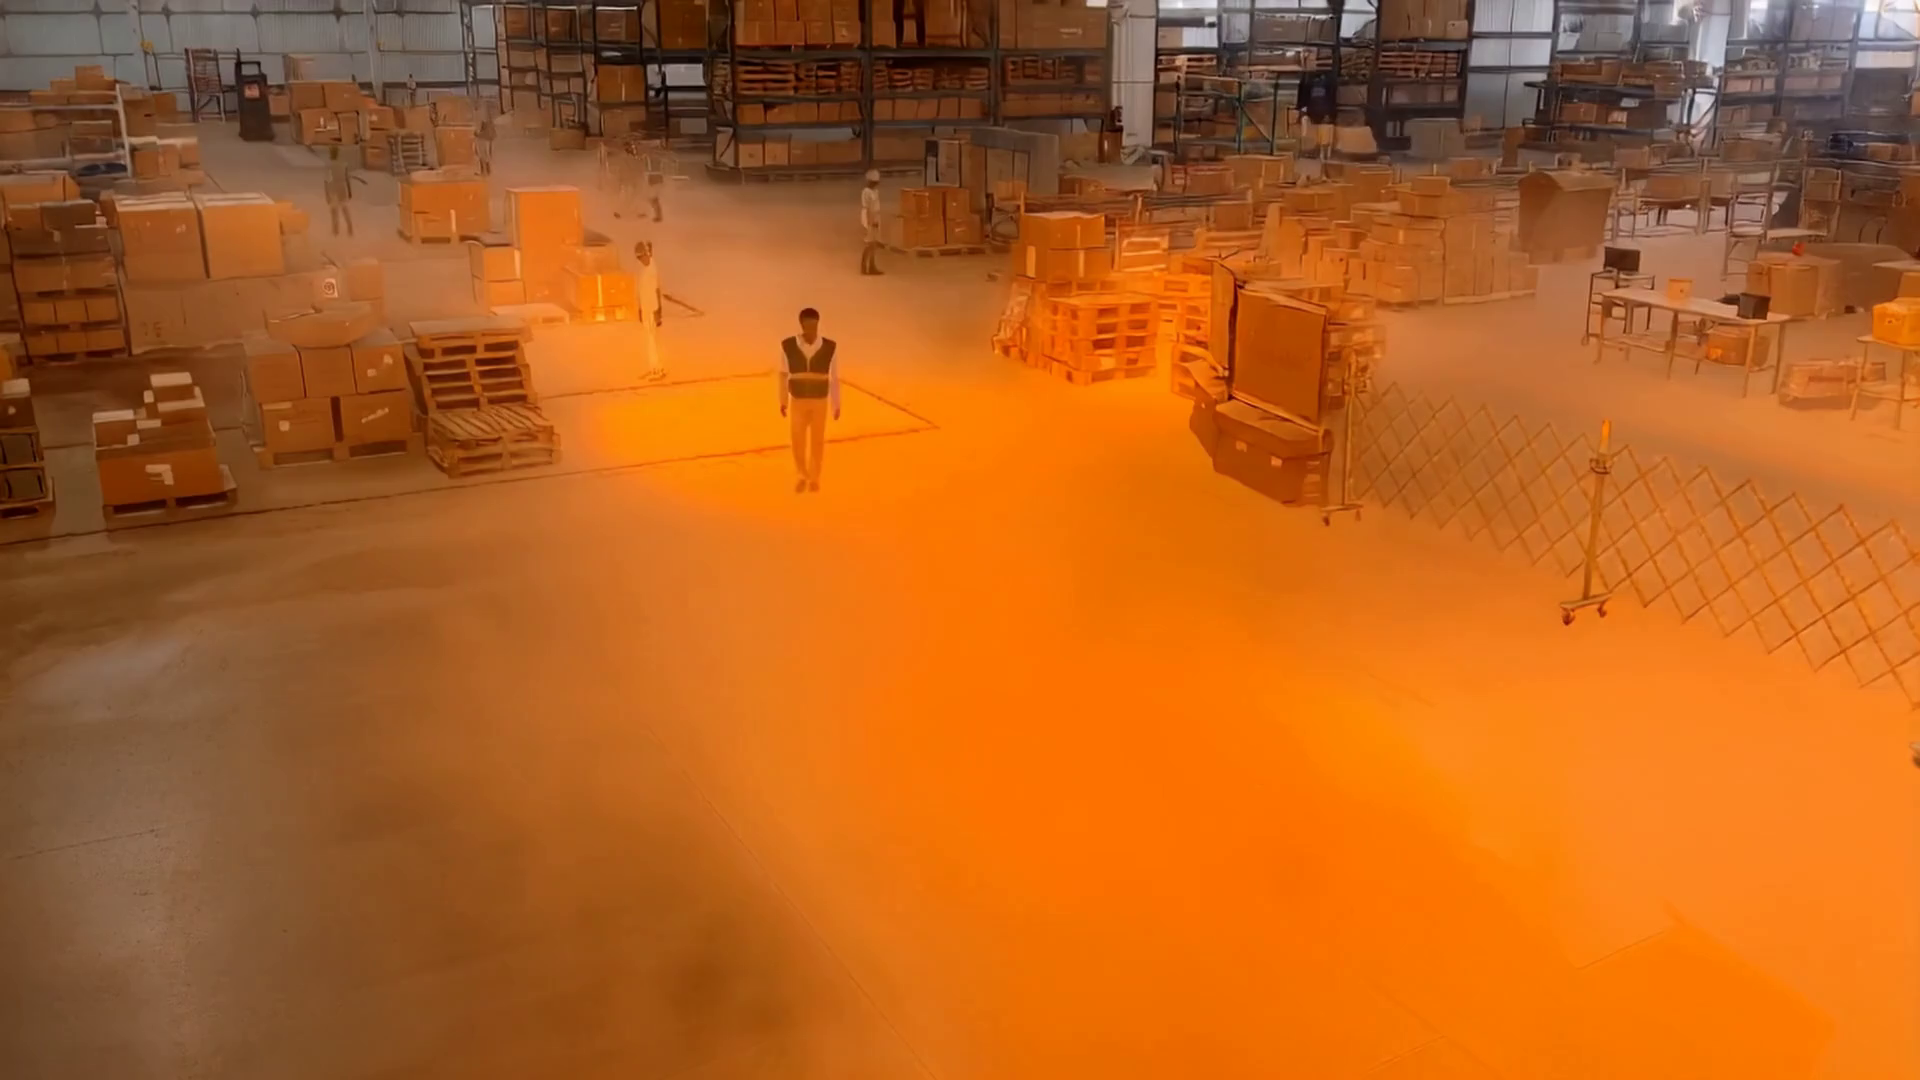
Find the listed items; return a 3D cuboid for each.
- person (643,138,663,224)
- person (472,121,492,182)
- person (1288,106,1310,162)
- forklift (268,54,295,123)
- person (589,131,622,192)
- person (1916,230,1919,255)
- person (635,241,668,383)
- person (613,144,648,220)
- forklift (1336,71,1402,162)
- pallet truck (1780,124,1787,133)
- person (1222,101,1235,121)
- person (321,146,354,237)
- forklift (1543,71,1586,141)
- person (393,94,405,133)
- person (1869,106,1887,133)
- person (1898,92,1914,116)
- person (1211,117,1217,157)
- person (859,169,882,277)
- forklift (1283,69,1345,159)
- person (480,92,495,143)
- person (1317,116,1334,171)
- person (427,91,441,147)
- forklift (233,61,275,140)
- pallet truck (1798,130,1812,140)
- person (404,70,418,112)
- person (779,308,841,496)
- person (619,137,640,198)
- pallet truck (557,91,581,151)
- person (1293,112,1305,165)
[{"bbox_3d":[-6.979,-8.157,37.811,0.549,1.917,0.430,-17,24,-42],"label":"person"},{"bbox_3d":[-13.480,-10.974,46.972,0.547,1.689,0.452,-13,22,-36],"label":"person"},{"bbox_3d":[10.835,-12.892,52.866,0.788,1.737,0.537,7,19,20],"label":"person"},{"bbox_3d":[-28.414,-19.135,70.490,1.873,2.768,1.129,-9,20,-26],"label":"forklift"},{"bbox_3d":[-9.524,-10.083,44.324,0.835,1.605,0.505,4,18,12],"label":"person"},{"bbox_3d":[19.359,-6.566,32.990,0.588,1.835,0.403,0,18,-1],"label":"person"},{"bbox_3d":[-4.075,-2.993,21.825,0.500,1.859,0.328,16,24,41],"label":"person"},{"bbox_3d":[-7.713,-8.324,38.660,0.876,1.714,0.540,-12,21,-32],"label":"person"},{"bbox_3d":[13.029,-13.402,52.617,1.873,2.768,1.129,0,18,1],"label":"forklift"},{"bbox_3d":[25.206,-12.542,52.601,1.601,1.201,0.680,0,18,-2],"label":"pallet truck"},{"bbox_3d":[10.335,-16.563,64.427,0.831,1.655,0.553,-17,24,-42],"label":"person"},{"bbox_3d":[-13.316,-7.456,35.609,0.611,1.942,0.890,-13,22,-34],"label":"person"},{"bbox_3d":[18.685,-13.231,52.085,1.873,2.768,1.129,-9,20,-26],"label":"forklift"},{"bbox_3d":[-18.516,-13.702,54.978,0.382,1.995,0.612,-12,21,-33],"label":"person"},{"bbox_3d":[29.328,-12.949,53.062,0.547,1.724,0.862,-7,19,-20],"label":"person"},{"bbox_3d":[32.343,-14.333,57.015,0.515,1.956,0.644,4,18,12],"label":"person"},{"bbox_3d":[6.704,-10.503,45.119,0.649,1.919,0.570,-8,19,-23],"label":"person"},{"bbox_3d":[-1.613,-5.800,30.440,0.378,1.932,0.552,8,20,25],"label":"person"},{"bbox_3d":[11.615,-13.871,54.079,1.129,2.768,1.873,-9,20,-27],"label":"forklift"},{"bbox_3d":[-17.166,-15.199,59.945,0.761,1.819,0.630,-8,19,-23],"label":"person"},{"bbox_3d":[10.985,-11.929,50.033,0.507,1.631,0.266,-3,18,-10],"label":"person"},{"bbox_3d":[-18.530,-14.834,58.646,0.393,1.912,0.589,-14,22,-36],"label":"person"},{"bbox_3d":[-26.340,-16.357,61.827,1.129,2.768,1.873,-9,20,-27],"label":"forklift"},{"bbox_3d":[25.526,-11.556,49.408,1.630,1.274,0.653,-9,20,-26],"label":"pallet truck"},{"bbox_3d":[-25.736,-21.033,77.926,0.547,1.938,0.359,-1,18,-2],"label":"person"},{"bbox_3d":[-1.500,-1.374,16.693,0.631,1.897,0.617,-2,18,-6],"label":"person"},{"bbox_3d":[-8.392,-9.459,42.381,0.517,1.612,0.750,1,18,3],"label":"person"},{"bbox_3d":[-13.495,-14.412,57.188,0.823,1.965,1.885,-3,18,-9],"label":"pallet truck"},{"bbox_3d":[10.616,-12.560,51.999,0.281,1.634,0.498,16,24,41],"label":"person"}]
